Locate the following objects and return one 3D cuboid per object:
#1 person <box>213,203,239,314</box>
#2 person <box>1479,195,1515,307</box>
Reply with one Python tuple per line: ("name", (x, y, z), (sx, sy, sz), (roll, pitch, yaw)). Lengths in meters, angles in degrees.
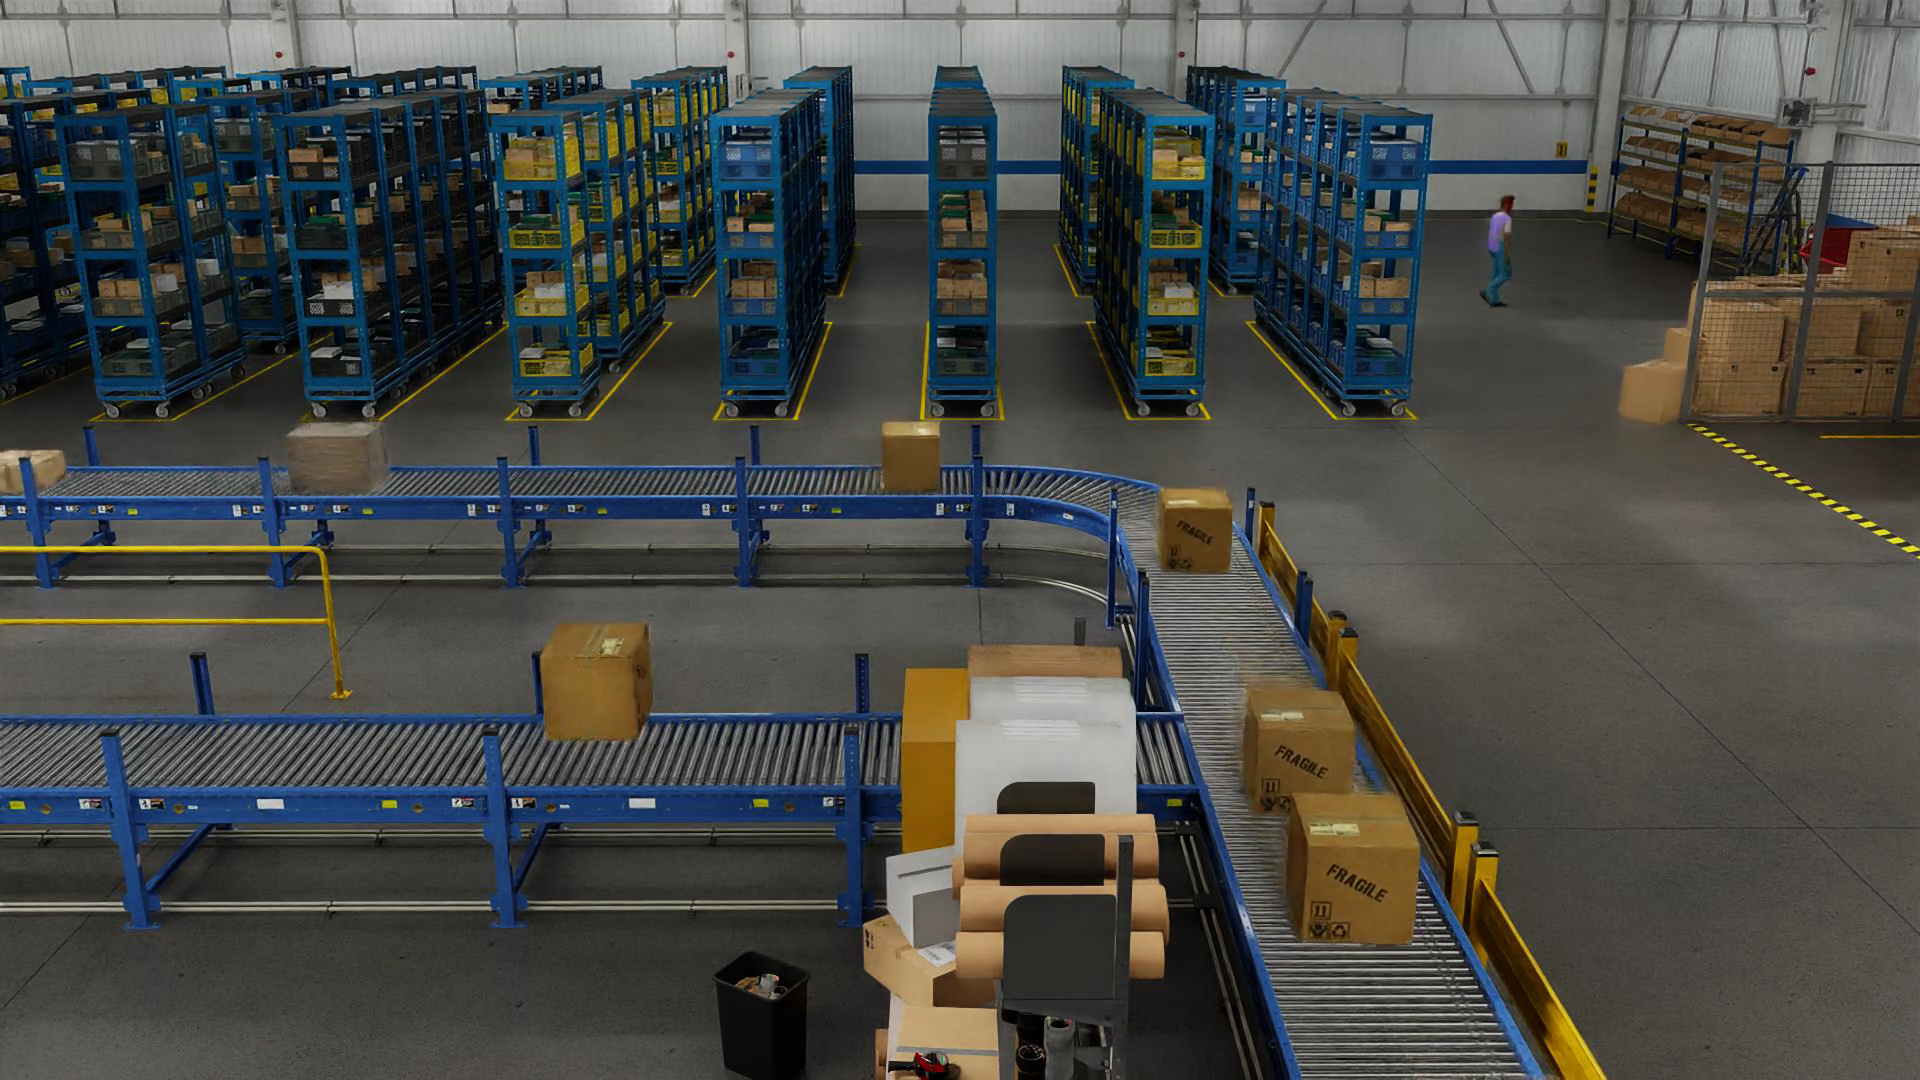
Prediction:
("person", (-11.742, -4.553, 26.714), (0.403, 1.823, 0.586), (-13, 22, -35))
("person", (8.808, -4.703, 27.154), (0.458, 1.829, 0.603), (-2, 18, -7))
